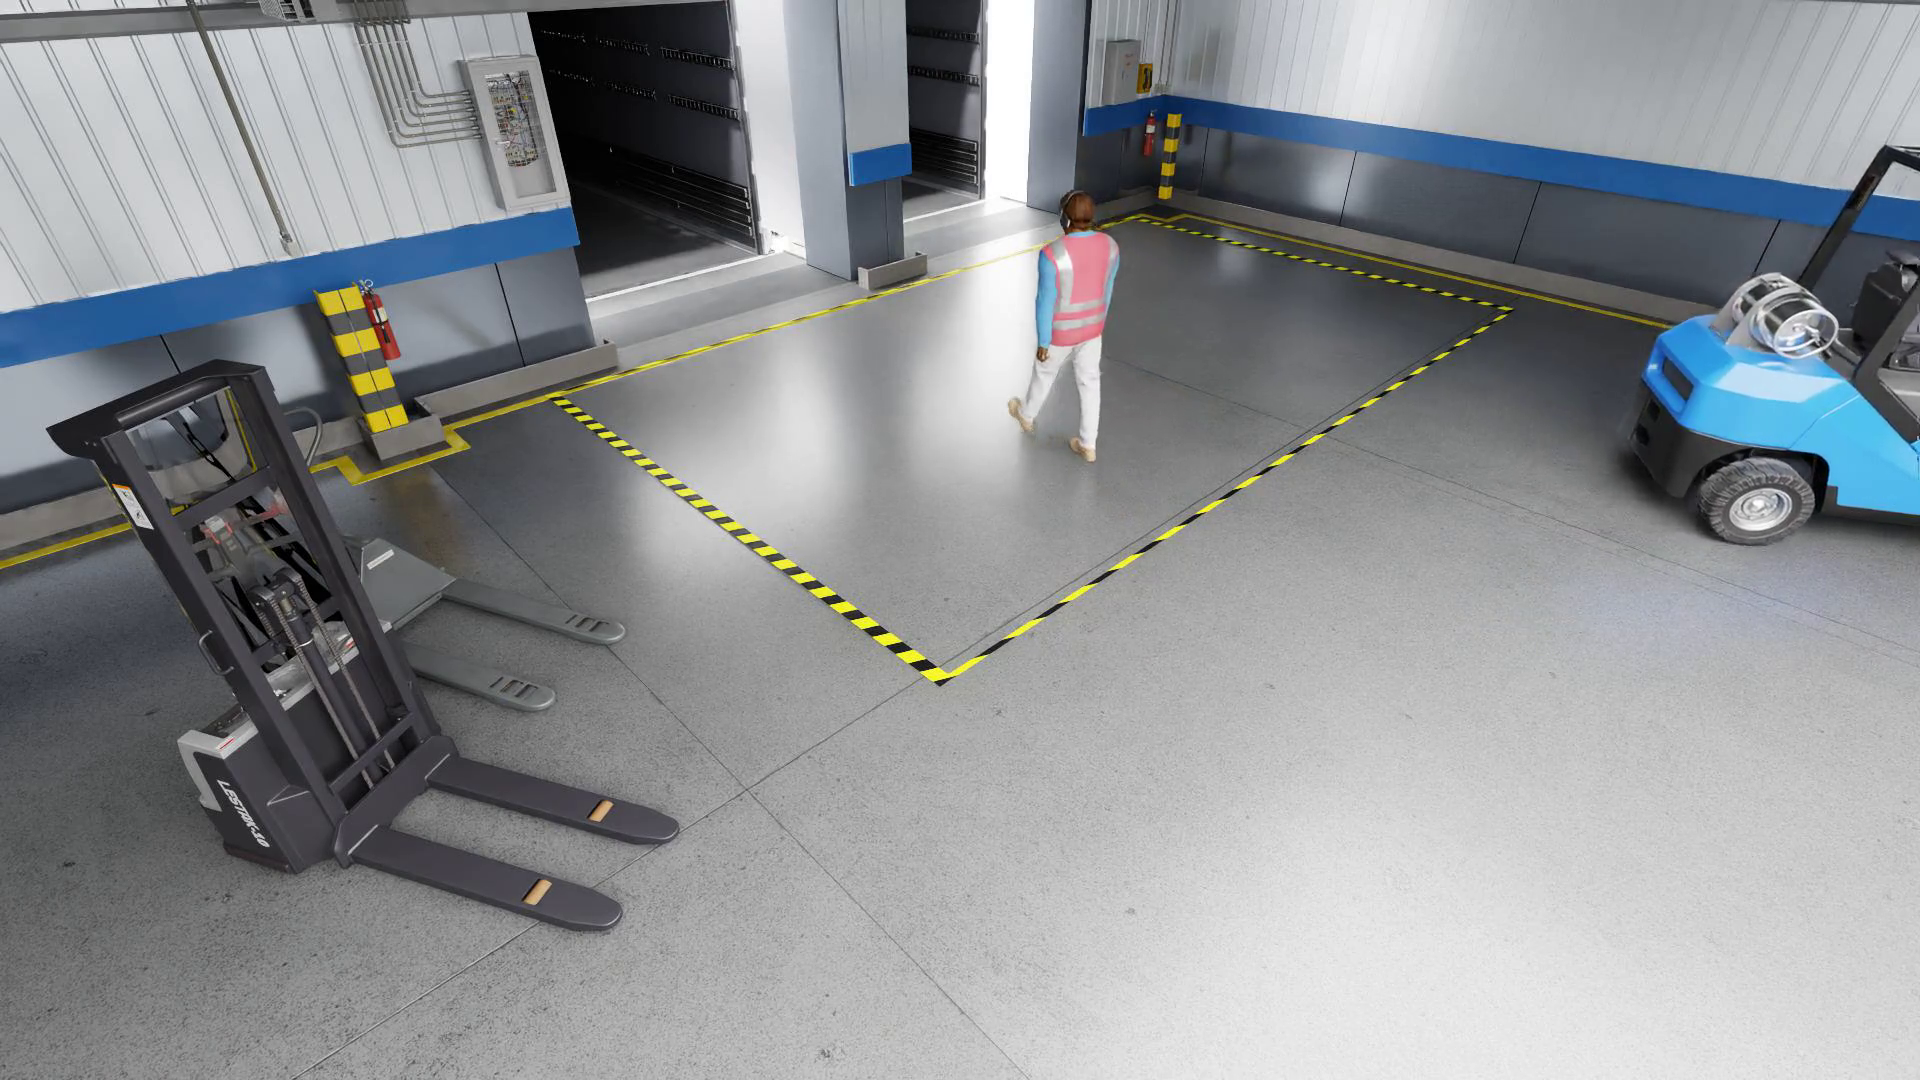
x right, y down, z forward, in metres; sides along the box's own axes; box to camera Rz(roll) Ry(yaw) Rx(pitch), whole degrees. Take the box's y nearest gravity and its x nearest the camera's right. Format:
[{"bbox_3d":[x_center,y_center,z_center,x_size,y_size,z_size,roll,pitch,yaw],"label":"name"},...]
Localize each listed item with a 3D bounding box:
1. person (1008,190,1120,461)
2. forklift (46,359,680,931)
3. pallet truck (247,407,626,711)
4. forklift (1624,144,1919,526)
[{"bbox_3d":[0.711,-1.506,6.361,0.642,1.800,0.872,-14,37,-20],"label":"person"},{"bbox_3d":[-2.135,0.422,3.354,1.885,1.965,0.823,10,35,14],"label":"forklift"},{"bbox_3d":[-2.628,0.038,4.590,1.601,1.201,0.680,12,36,18],"label":"pallet truck"},{"bbox_3d":[5.830,-1.155,5.356,2.680,2.036,1.157,9,35,13],"label":"forklift"}]
